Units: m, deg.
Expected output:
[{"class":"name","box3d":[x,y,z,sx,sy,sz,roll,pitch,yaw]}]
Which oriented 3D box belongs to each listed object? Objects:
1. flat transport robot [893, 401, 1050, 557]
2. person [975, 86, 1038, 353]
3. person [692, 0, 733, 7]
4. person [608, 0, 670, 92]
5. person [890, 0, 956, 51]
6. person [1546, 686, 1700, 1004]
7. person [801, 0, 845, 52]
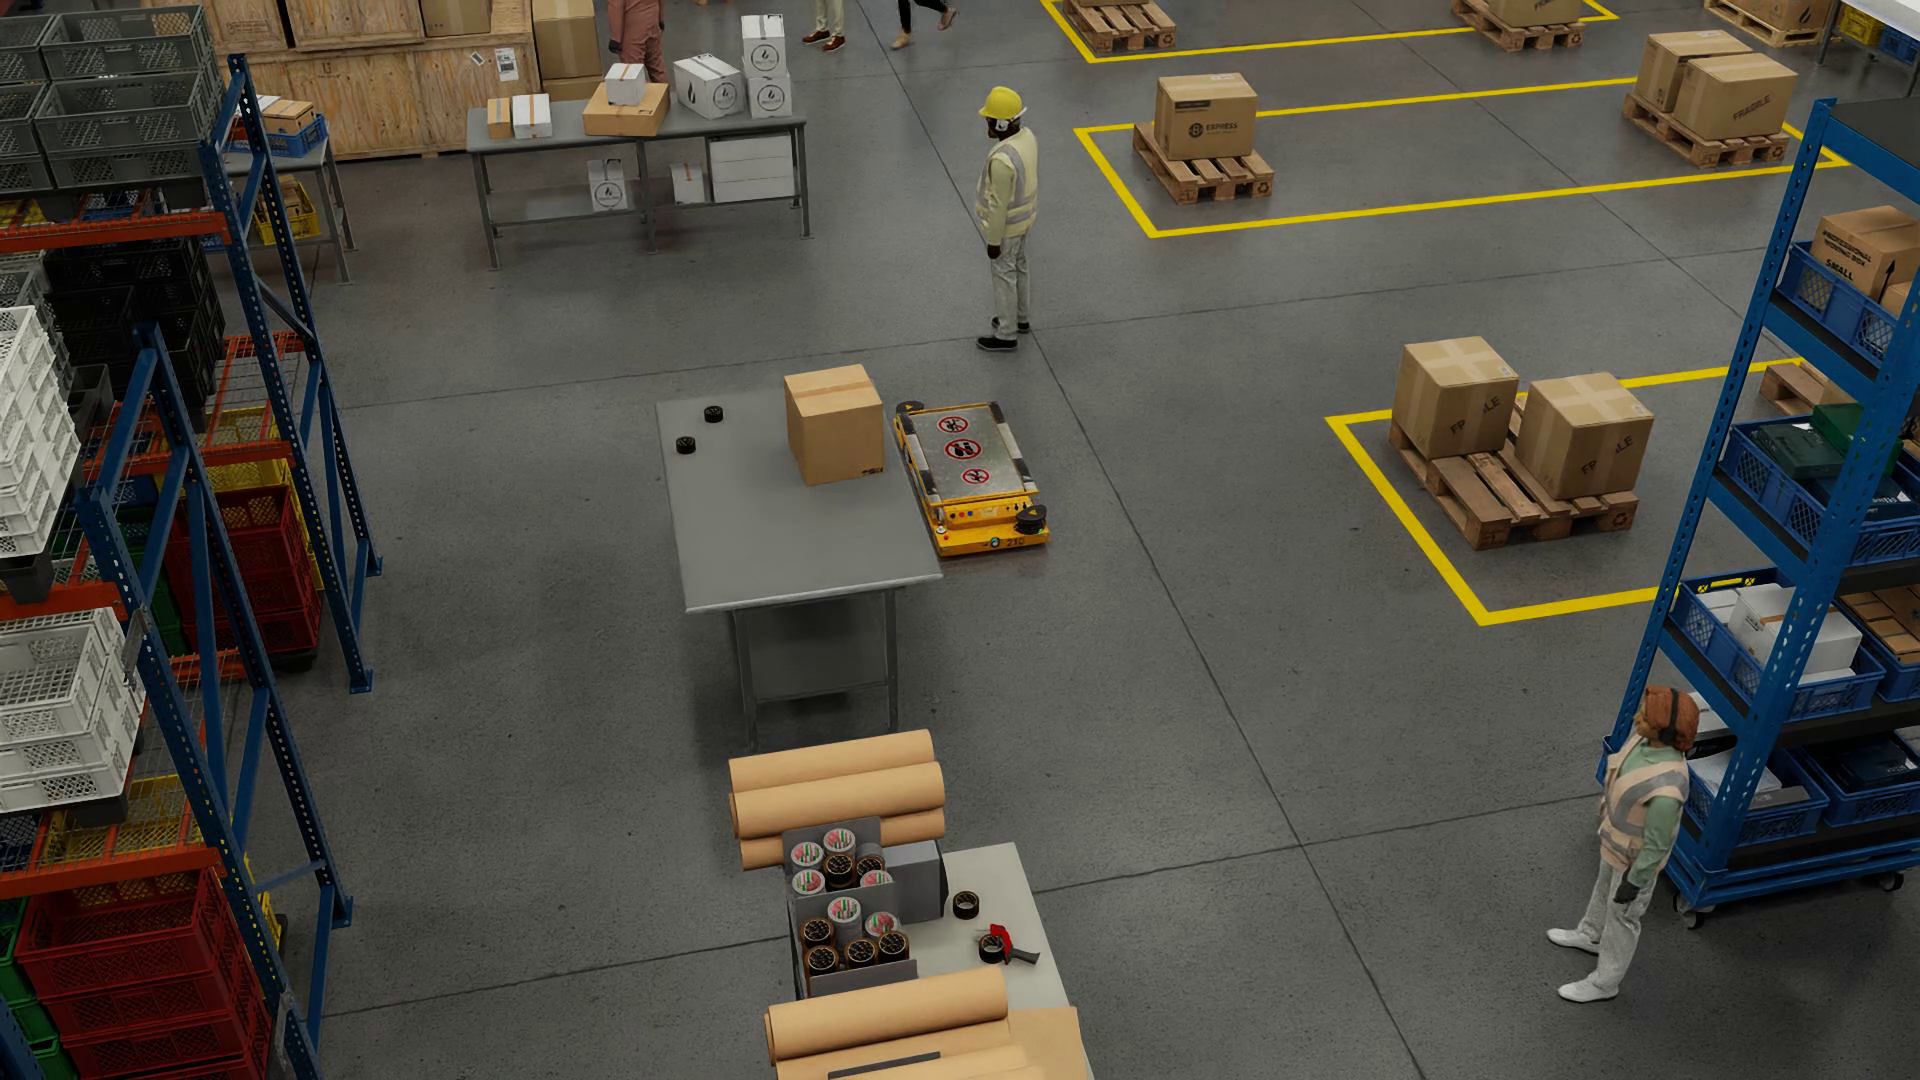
[{"class":"flat transport robot","box3d":[0.046,-0.430,10.108,0.652,0.197,1.431,-8,37,-10]},{"class":"person","box3d":[0.304,-2.143,11.120,0.403,1.823,0.592,12,38,16]},{"class":"person","box3d":[-2.560,-6.329,16.732,0.634,1.841,0.429,-14,39,-18]},{"class":"person","box3d":[-2.738,-4.344,14.005,0.409,1.911,0.651,21,42,26]},{"class":"person","box3d":[-0.374,-5.523,15.800,0.634,1.666,0.539,-27,44,-31]},{"class":"person","box3d":[2.707,1.235,6.729,0.315,1.641,0.515,6,37,8]},{"class":"person","box3d":[-1.305,-5.577,15.696,0.323,1.870,0.518,-27,45,-32]}]
